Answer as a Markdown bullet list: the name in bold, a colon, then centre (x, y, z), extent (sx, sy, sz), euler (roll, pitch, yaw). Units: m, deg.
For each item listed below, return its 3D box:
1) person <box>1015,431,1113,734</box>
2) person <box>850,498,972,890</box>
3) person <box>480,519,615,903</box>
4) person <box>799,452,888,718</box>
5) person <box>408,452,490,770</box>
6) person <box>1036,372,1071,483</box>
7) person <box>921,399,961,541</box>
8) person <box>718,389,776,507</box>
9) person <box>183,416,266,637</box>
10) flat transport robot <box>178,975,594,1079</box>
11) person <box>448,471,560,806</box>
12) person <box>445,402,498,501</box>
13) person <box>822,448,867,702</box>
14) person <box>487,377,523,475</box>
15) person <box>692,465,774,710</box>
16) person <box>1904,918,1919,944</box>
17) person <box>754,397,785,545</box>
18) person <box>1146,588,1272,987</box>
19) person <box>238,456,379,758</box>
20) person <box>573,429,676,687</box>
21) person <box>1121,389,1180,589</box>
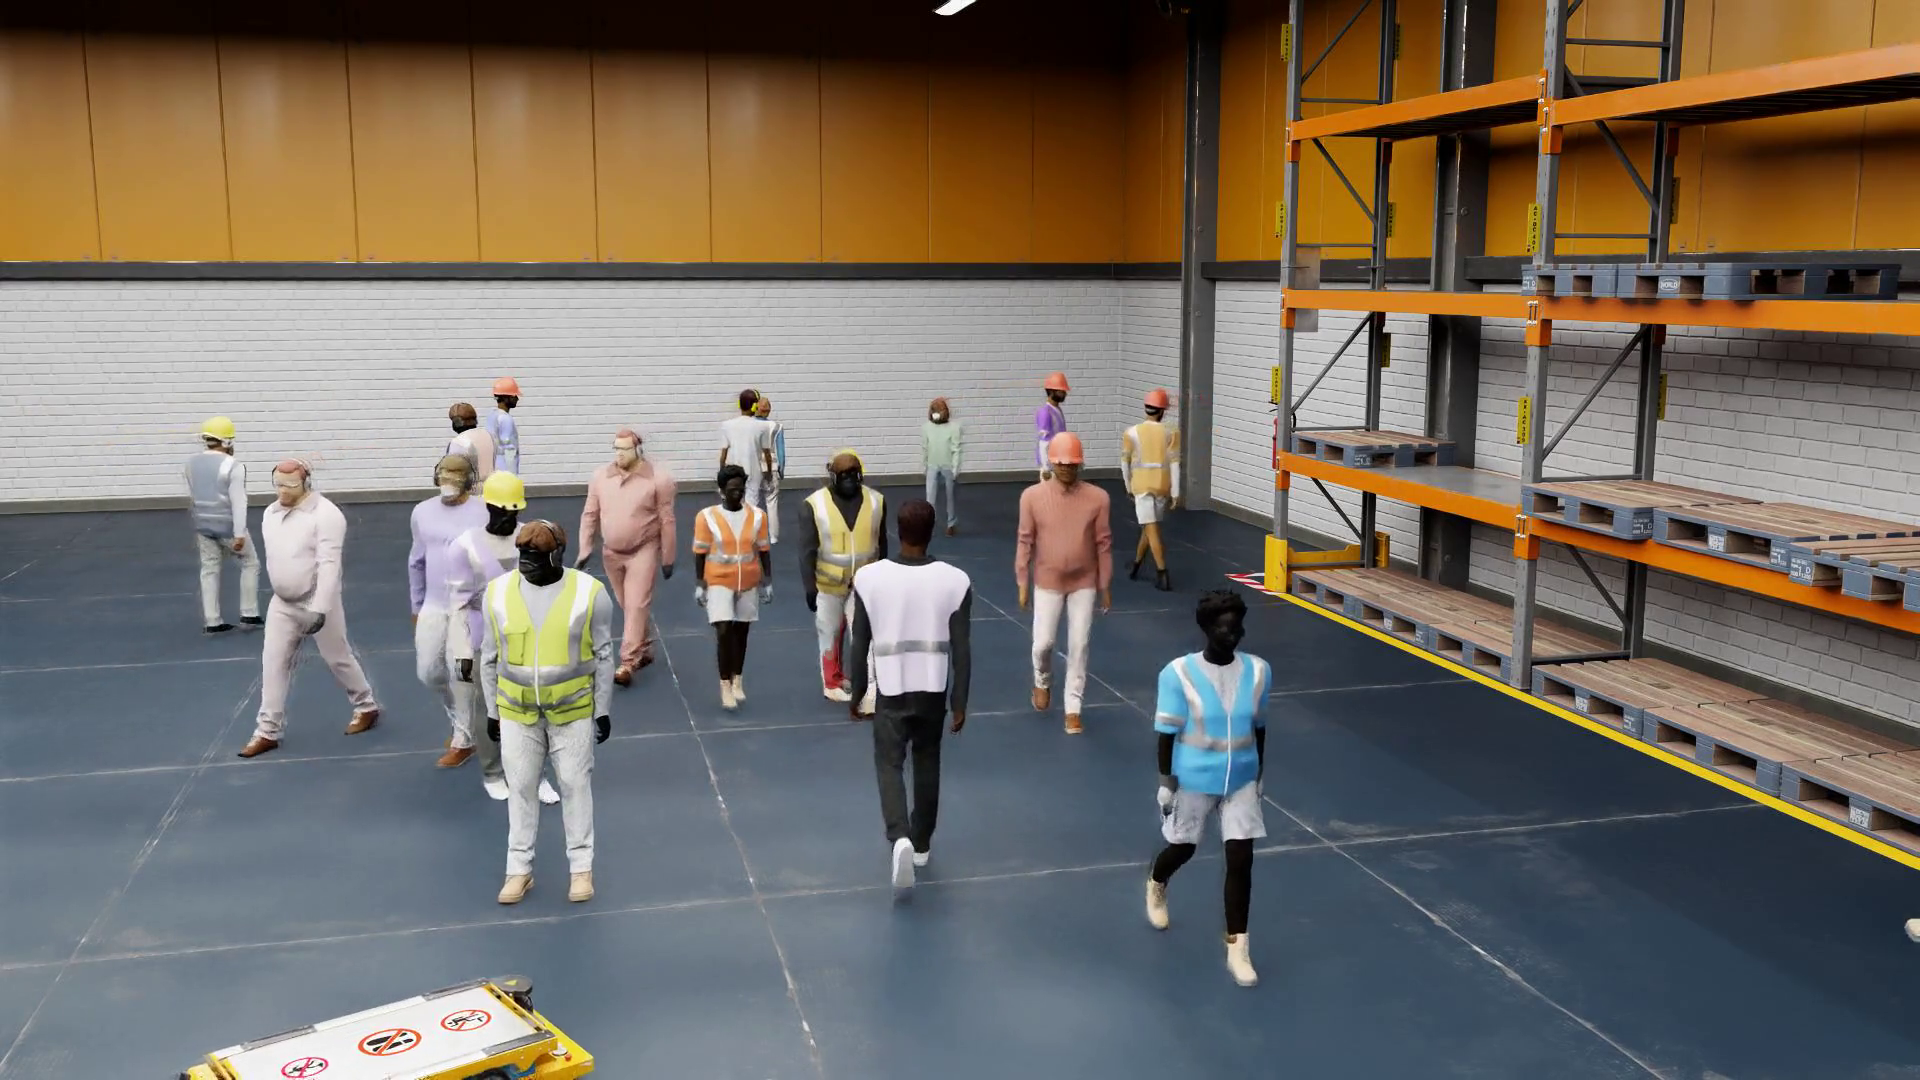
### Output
- **person**: centre (0.677, 0.262, 10.882), extent (0.634, 1.973, 0.561), euler (-1, 9, -4)
- **person**: centre (-0.228, 0.744, 8.158), extent (0.597, 1.890, 0.794), euler (-1, 9, -9)
- **person**: centre (-1.957, 0.810, 7.898), extent (0.624, 1.841, 0.430), euler (0, 9, -2)
- **person**: centre (-0.784, 0.289, 11.327), extent (0.634, 1.785, 0.970), euler (-3, 9, -16)
- **person**: centre (-3.059, 0.422, 10.066), extent (0.654, 1.918, 0.421), euler (3, 10, 18)
- **person**: centre (1.016, -0.840, 17.886), extent (0.369, 1.935, 0.551), euler (3, 10, 19)
- **person**: centre (-0.220, -0.784, 18.609), extent (0.507, 1.585, 0.850), euler (3, 10, 17)
- **person**: centre (-2.133, -0.599, 16.722), extent (0.522, 1.826, 0.813), euler (2, 9, 12)
- **person**: centre (-6.078, -0.121, 13.800), extent (0.597, 1.810, 0.632), euler (2, 9, 14)
- **flat transport robot**: centre (-2.108, 1.906, 5.932), extent (1.431, 0.197, 0.652), euler (-7, 12, -38)
- **person**: centre (-2.529, 0.559, 9.274), extent (0.603, 1.898, 0.722), euler (-6, 11, -35)
- **person**: centre (-4.408, -0.318, 14.945), extent (0.430, 1.838, 0.619), euler (3, 9, 16)
- **person**: centre (-0.812, 0.237, 11.696), extent (0.328, 1.769, 0.526), euler (1, 9, 7)
- **person**: centre (-4.612, -0.691, 16.953), extent (0.376, 1.935, 0.550), euler (-6, 11, -32)
- **person**: centre (-1.515, 0.326, 11.381), extent (0.547, 1.675, 0.629), euler (-5, 10, -27)
- **person**: centre (4.394, 0.919, 6.800), extent (0.608, 1.989, 1.097), euler (-2, 9, -15)
- **person**: centre (-2.178, -0.752, 18.287), extent (0.515, 1.635, 0.313), euler (-2, 9, -9)
- **person**: centre (1.059, 1.003, 7.206), extent (0.538, 1.673, 0.769), euler (-2, 9, -14)
- **person**: centre (-4.112, 0.383, 10.520), extent (0.635, 1.858, 0.943), euler (3, 10, 18)
- **person**: centre (-2.447, 0.119, 12.160), extent (0.660, 1.857, 1.010), euler (3, 9, 16)
- **person**: centre (1.814, -0.496, 15.909), extent (0.521, 1.867, 0.907), euler (-1, 9, -5)
